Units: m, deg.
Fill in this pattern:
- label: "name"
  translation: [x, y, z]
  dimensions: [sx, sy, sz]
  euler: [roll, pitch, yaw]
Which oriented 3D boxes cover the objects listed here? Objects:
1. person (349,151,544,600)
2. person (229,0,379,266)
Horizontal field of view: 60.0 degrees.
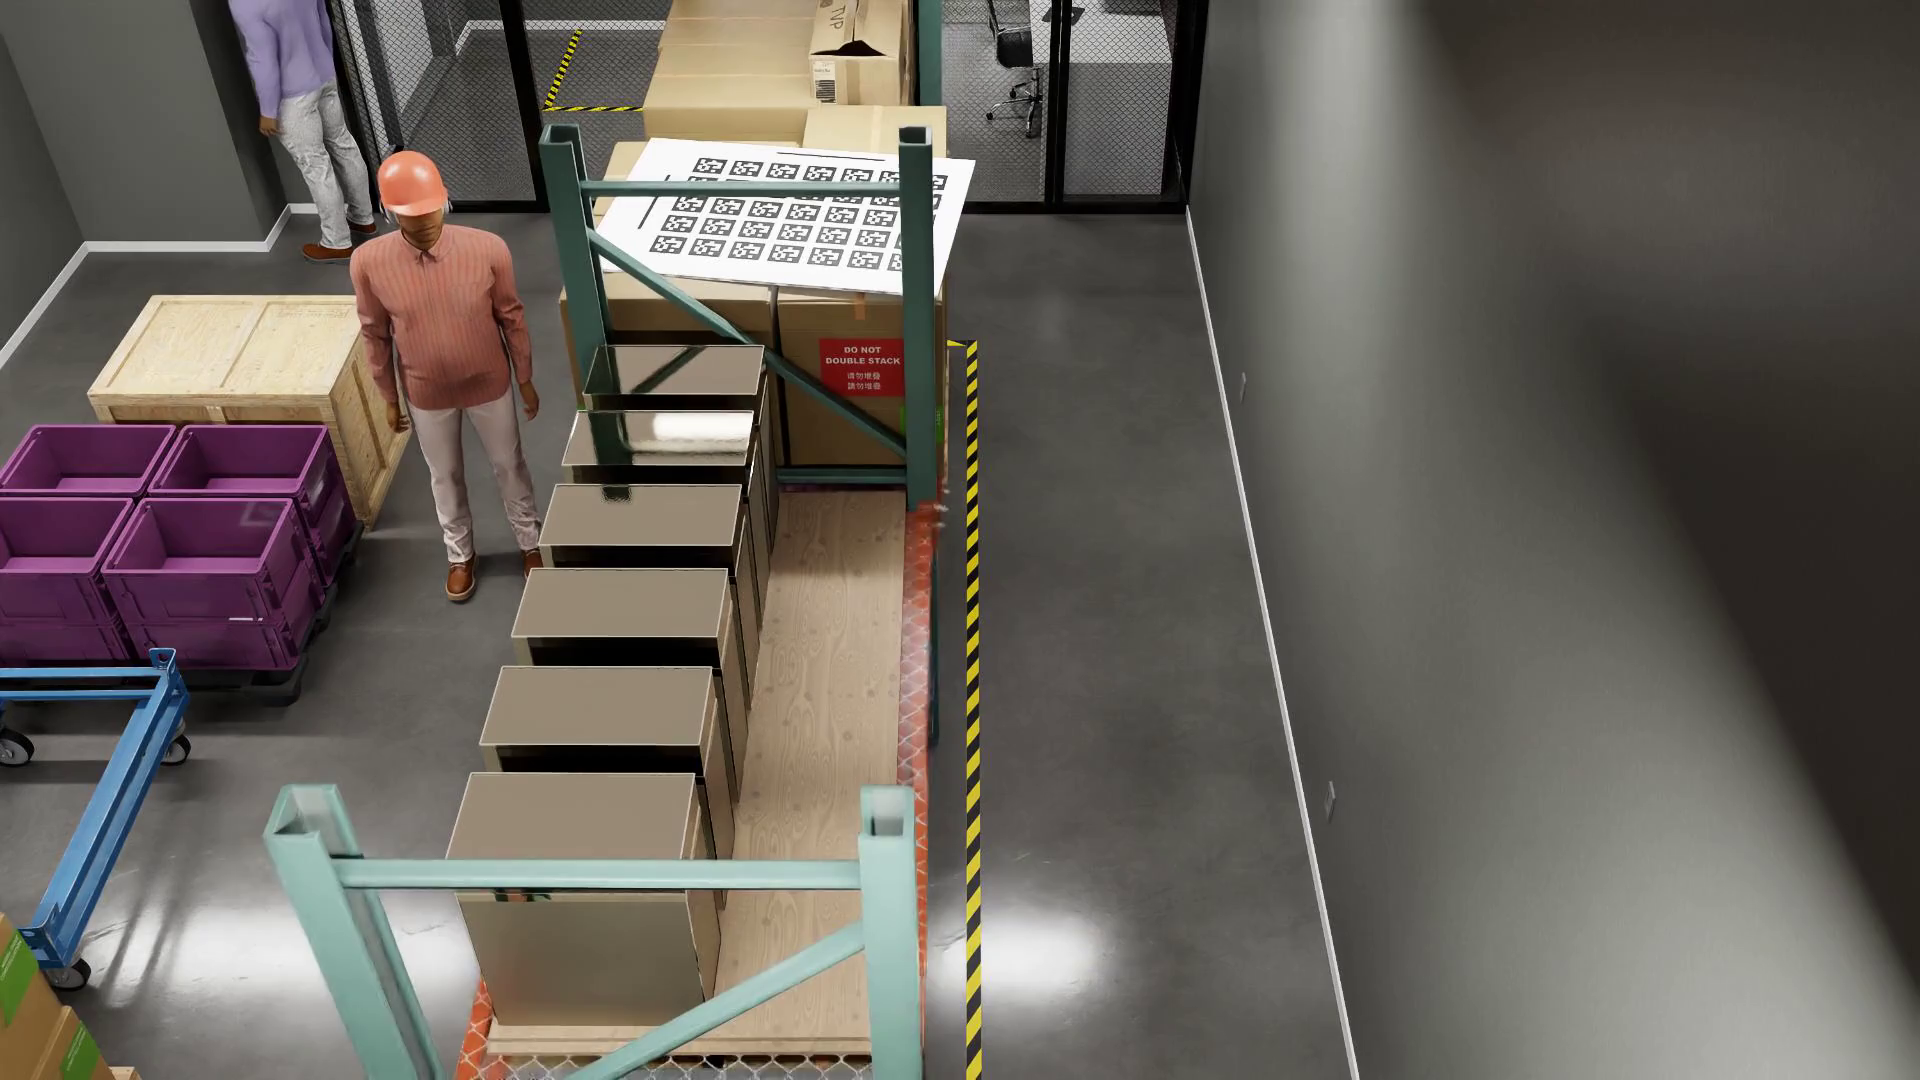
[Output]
- label: "person"
  translation: [-1.982, -0.619, 6.549]
  dimensions: [0.622, 1.997, 0.372]
  euler: [-10, 42, -11]
- label: "person"
  translation: [-3.403, -2.332, 8.553]
  dimensions: [0.371, 1.939, 0.627]
  euler: [11, 42, 13]
